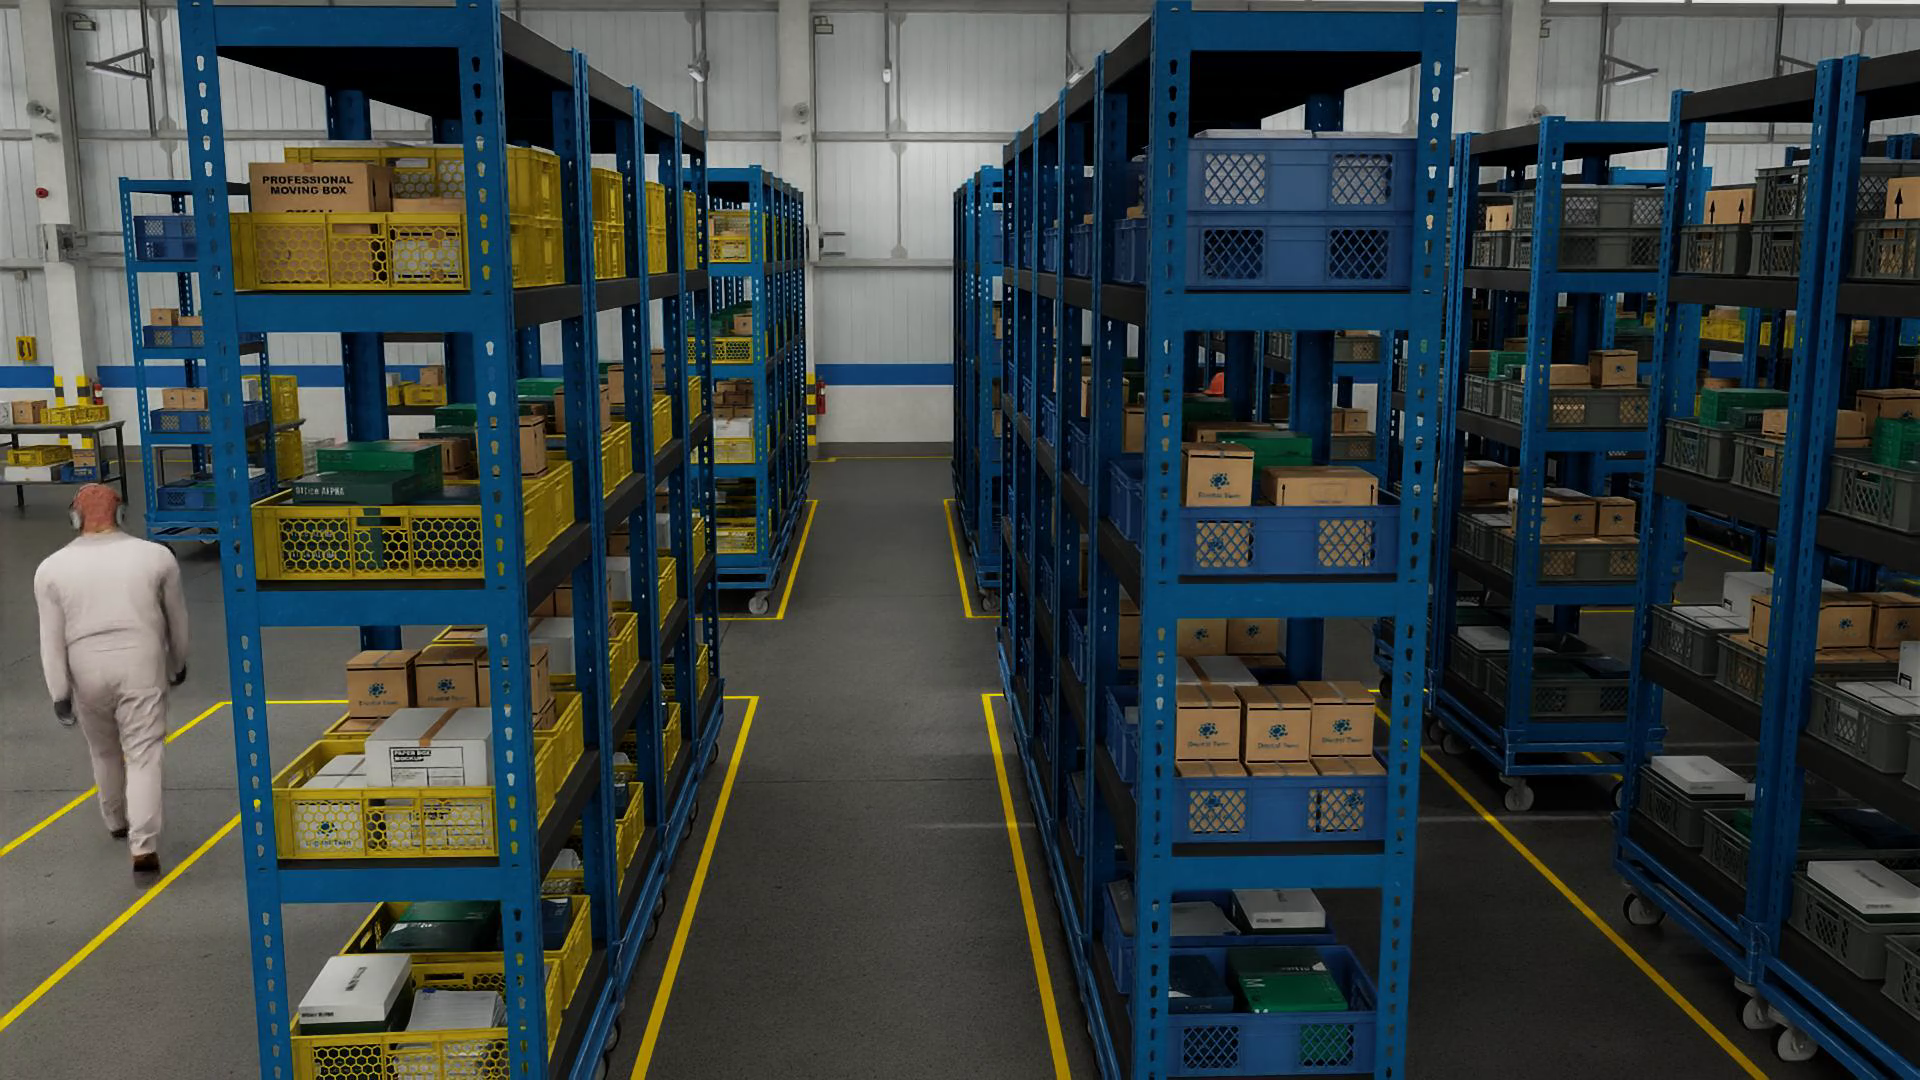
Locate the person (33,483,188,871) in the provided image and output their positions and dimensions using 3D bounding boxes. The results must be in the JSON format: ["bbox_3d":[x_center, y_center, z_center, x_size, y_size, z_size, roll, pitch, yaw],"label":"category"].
[{"bbox_3d":[-4.073,0.649,8.050,0.632,1.858,1.021,-4,11,-21],"label":"person"}]

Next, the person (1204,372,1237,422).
[{"bbox_3d":[2.105,-0.335,13.221,0.375,1.995,0.611,1,10,4],"label":"person"}]
